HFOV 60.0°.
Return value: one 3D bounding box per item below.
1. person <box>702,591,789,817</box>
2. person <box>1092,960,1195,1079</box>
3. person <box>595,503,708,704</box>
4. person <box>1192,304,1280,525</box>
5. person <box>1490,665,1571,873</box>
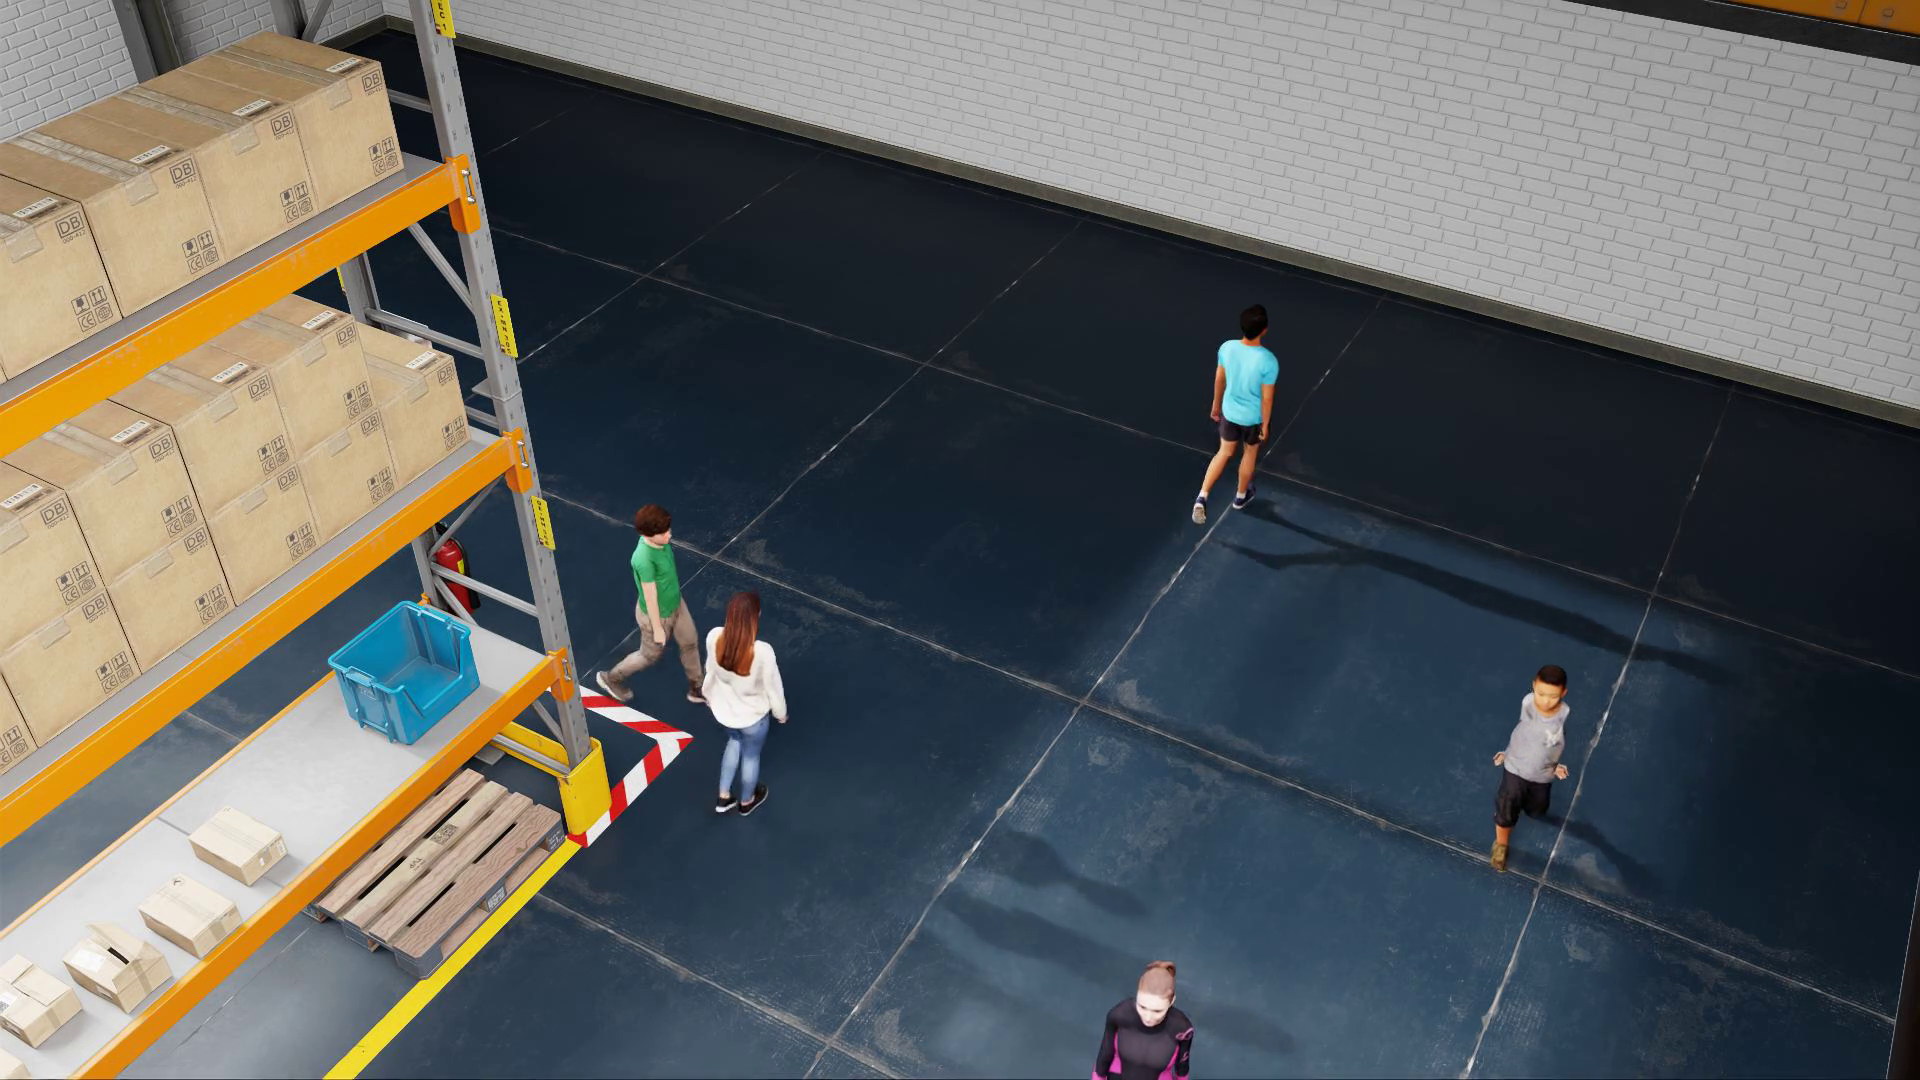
[{"bbox_3d":[-1.280,1.031,9.593,0.655,1.679,0.650,17,42,20],"label":"person"},{"bbox_3d":[0.854,2.499,7.743,0.692,1.694,1.203,13,40,16],"label":"person"},{"bbox_3d":[-1.962,0.435,10.384,0.901,1.623,1.096,7,39,8],"label":"person"},{"bbox_3d":[1.980,-0.852,11.888,0.689,1.758,1.021,25,45,28],"label":"person"},{"bbox_3d":[3.290,1.212,9.558,0.706,1.440,0.935,11,40,13],"label":"person"}]
